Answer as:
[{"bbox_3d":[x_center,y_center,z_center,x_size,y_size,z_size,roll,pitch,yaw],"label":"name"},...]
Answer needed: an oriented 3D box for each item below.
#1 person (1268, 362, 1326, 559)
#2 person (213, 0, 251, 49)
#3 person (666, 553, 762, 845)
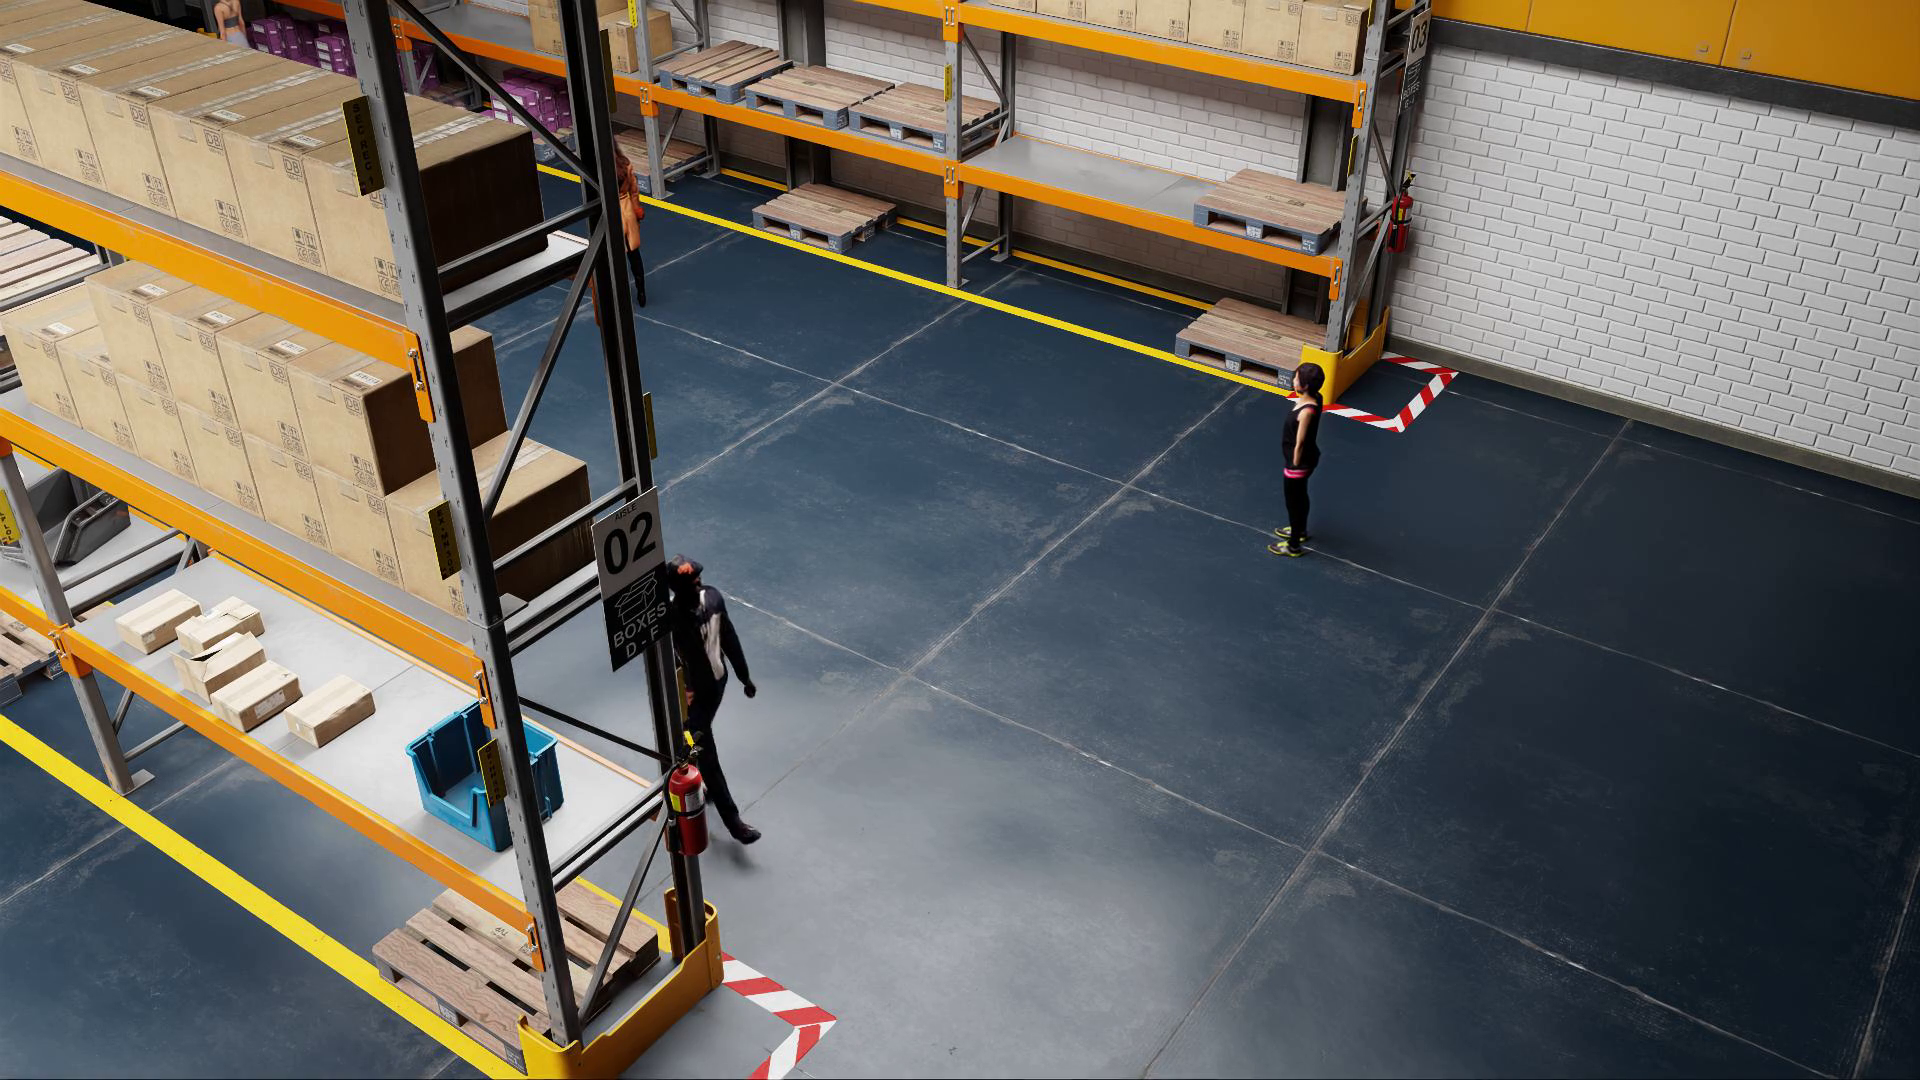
[{"bbox_3d":[2.511,-0.601,12.229,0.593,1.550,0.594,9,35,14],"label":"person"},{"bbox_3d":[-8.770,-5.966,20.160,0.560,1.704,0.602,15,36,21],"label":"person"},{"bbox_3d":[-1.601,0.842,9.788,1.140,1.848,0.731,24,41,32],"label":"person"}]
